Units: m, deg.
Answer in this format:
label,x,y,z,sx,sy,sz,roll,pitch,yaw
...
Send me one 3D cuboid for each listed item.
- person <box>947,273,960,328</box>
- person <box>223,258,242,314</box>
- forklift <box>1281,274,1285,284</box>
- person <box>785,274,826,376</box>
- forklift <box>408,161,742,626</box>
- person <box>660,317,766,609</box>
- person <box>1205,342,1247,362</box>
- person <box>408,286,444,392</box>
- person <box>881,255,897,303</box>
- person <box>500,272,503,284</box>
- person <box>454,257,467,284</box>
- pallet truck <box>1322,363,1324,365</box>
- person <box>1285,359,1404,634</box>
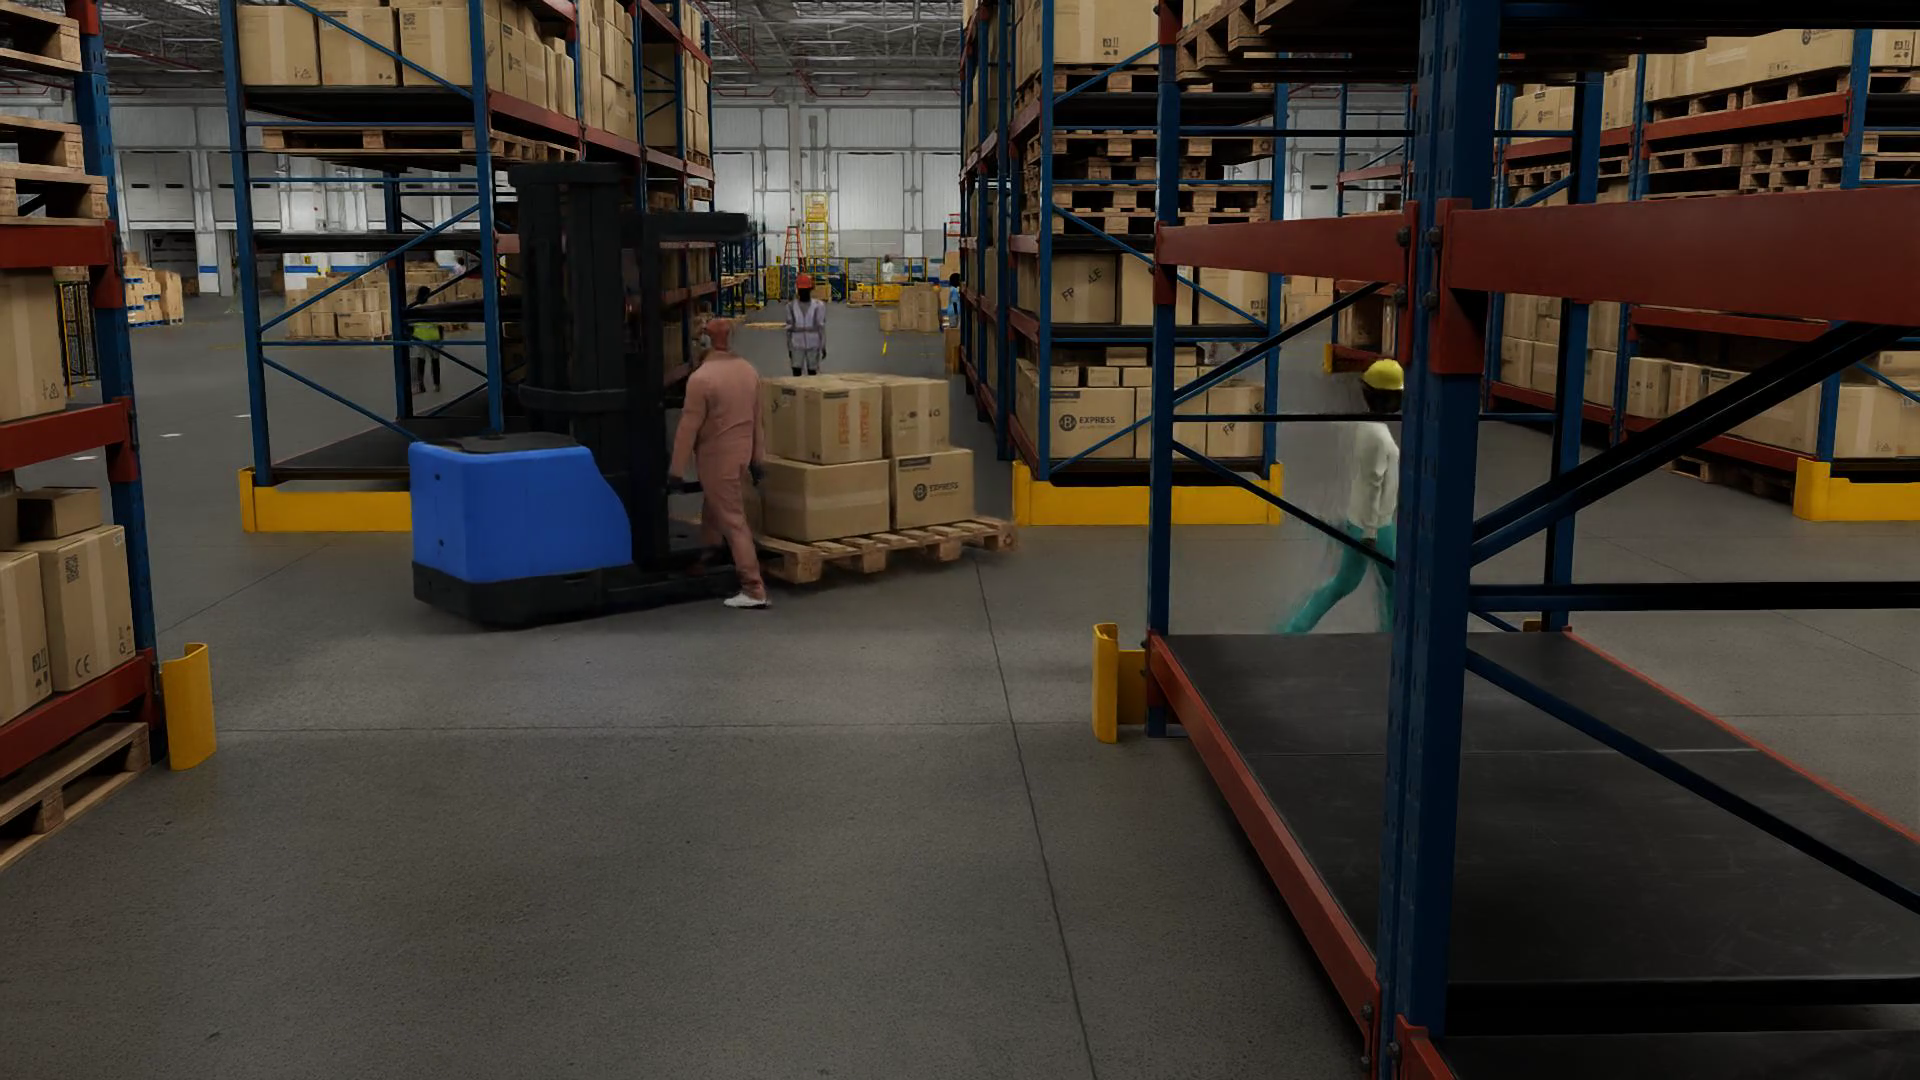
label,x,y,z,sx,sy,sz,roll,pitch,yaw
person,-0.102,-4.687,34.529,0.318,1.697,0.533,-1,10,-3
person,-23.406,-8.230,53.934,0.967,1.827,0.538,-3,11,-19
forklift,12.295,-10.027,60.977,1.129,2.768,1.873,0,10,-2
person,-2.066,-2.569,22.174,0.556,1.904,0.836,0,10,0
forklift,-2.494,-0.994,10.656,1.873,2.768,1.129,-8,13,-38
person,-1.641,-0.496,10.709,0.967,1.856,0.681,5,11,25
person,5.163,-4.395,32.413,0.866,1.883,0.645,-1,10,-3
person,-8.267,-3.101,25.768,0.542,1.675,0.682,-2,10,-13
person,-2.732,-10.011,63.772,0.581,1.858,0.847,9,14,41
person,-16.921,-9.526,60.735,0.905,1.960,0.647,5,11,25
person,-17.908,-9.233,59.593,0.961,1.805,0.618,4,11,20
pallet truck,7.712,-4.157,30.737,1.885,1.965,0.823,3,11,16
person,2.173,-0.118,8.984,0.876,1.730,0.535,1,10,5
